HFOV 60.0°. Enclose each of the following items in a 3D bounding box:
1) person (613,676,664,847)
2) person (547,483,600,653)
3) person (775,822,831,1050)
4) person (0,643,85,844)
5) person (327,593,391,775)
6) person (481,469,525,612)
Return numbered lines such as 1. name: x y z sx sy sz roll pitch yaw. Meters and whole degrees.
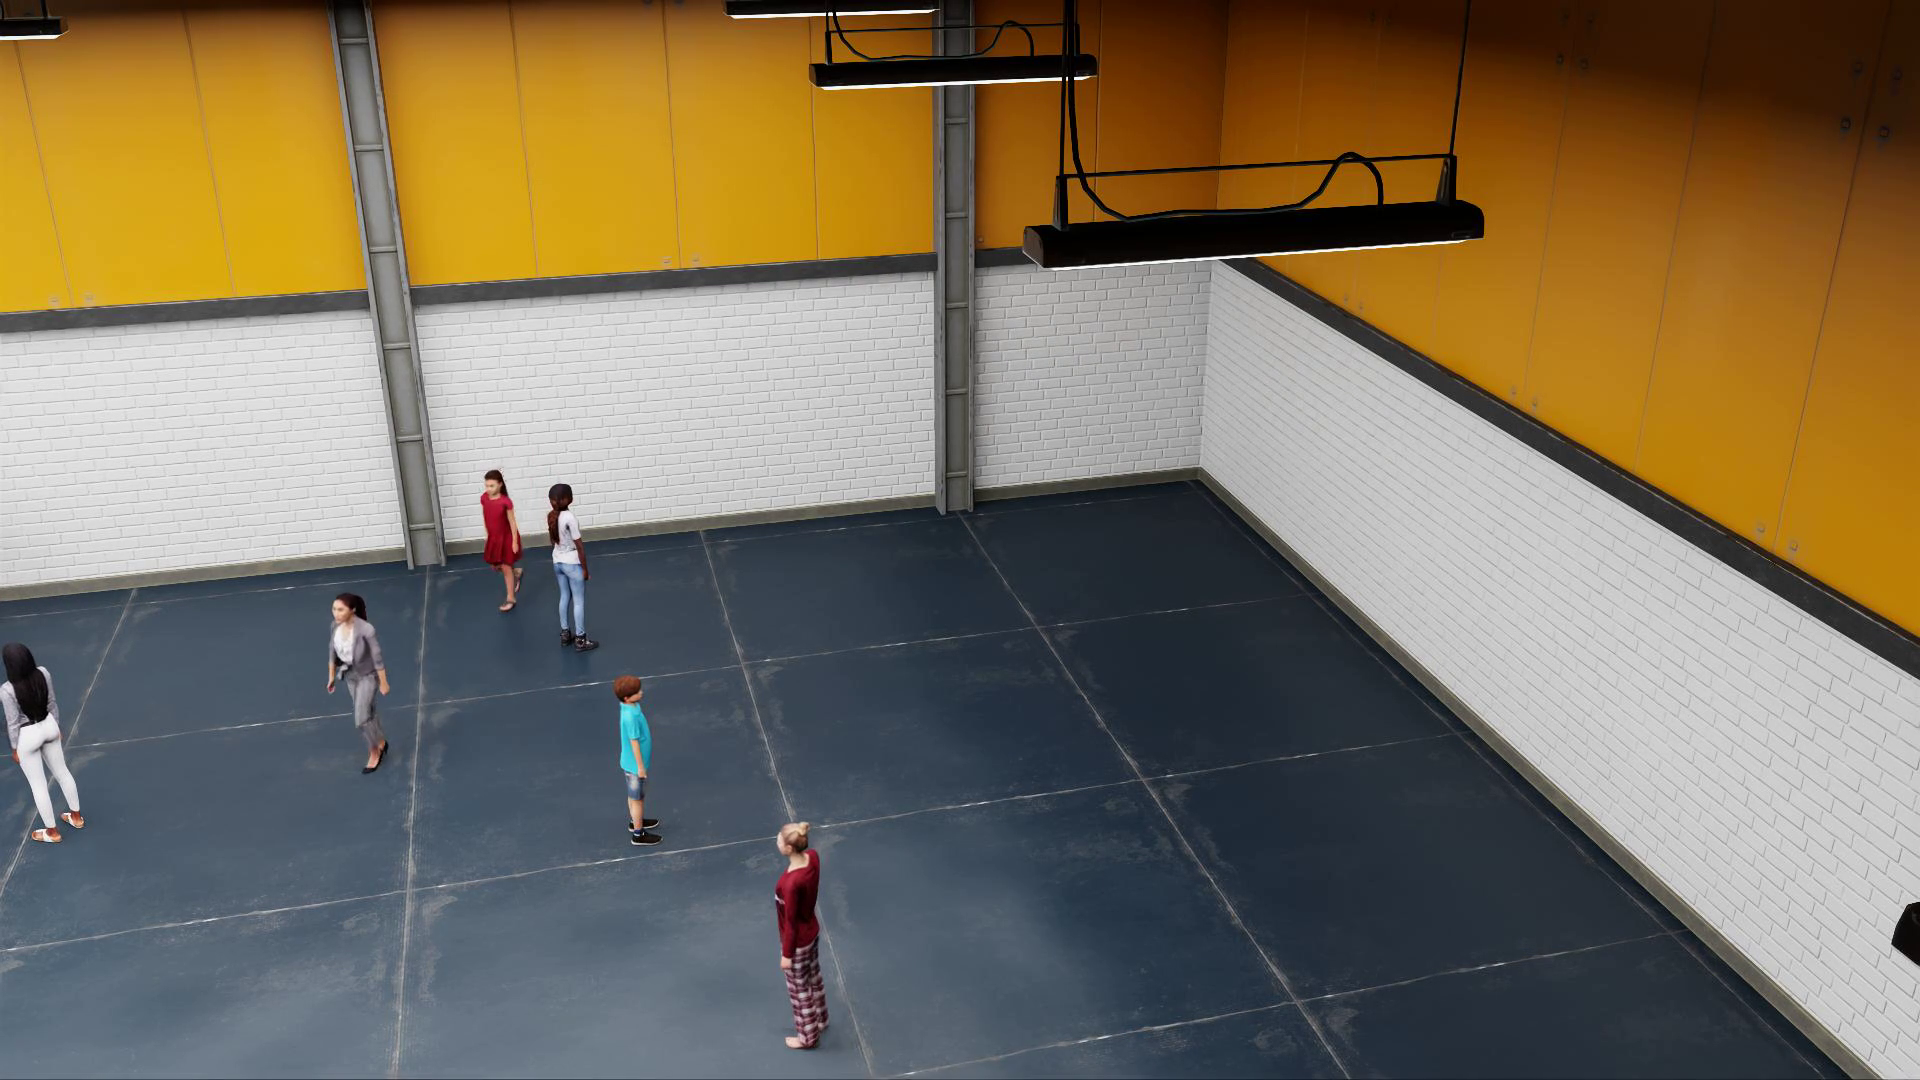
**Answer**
1. person: -2.573 1.714 13.133 0.477 1.449 0.515 -7 24 -15
2. person: -3.795 0.248 16.149 0.670 1.719 0.702 18 29 35
3. person: -1.046 2.567 10.866 0.675 1.703 0.692 6 24 13
4. person: -7.276 1.571 13.116 0.712 1.725 0.671 10 26 22
5. person: -5.019 1.160 14.140 0.767 1.659 0.826 14 27 29
6. person: -4.660 -0.051 17.072 0.846 1.529 0.857 7 24 15
